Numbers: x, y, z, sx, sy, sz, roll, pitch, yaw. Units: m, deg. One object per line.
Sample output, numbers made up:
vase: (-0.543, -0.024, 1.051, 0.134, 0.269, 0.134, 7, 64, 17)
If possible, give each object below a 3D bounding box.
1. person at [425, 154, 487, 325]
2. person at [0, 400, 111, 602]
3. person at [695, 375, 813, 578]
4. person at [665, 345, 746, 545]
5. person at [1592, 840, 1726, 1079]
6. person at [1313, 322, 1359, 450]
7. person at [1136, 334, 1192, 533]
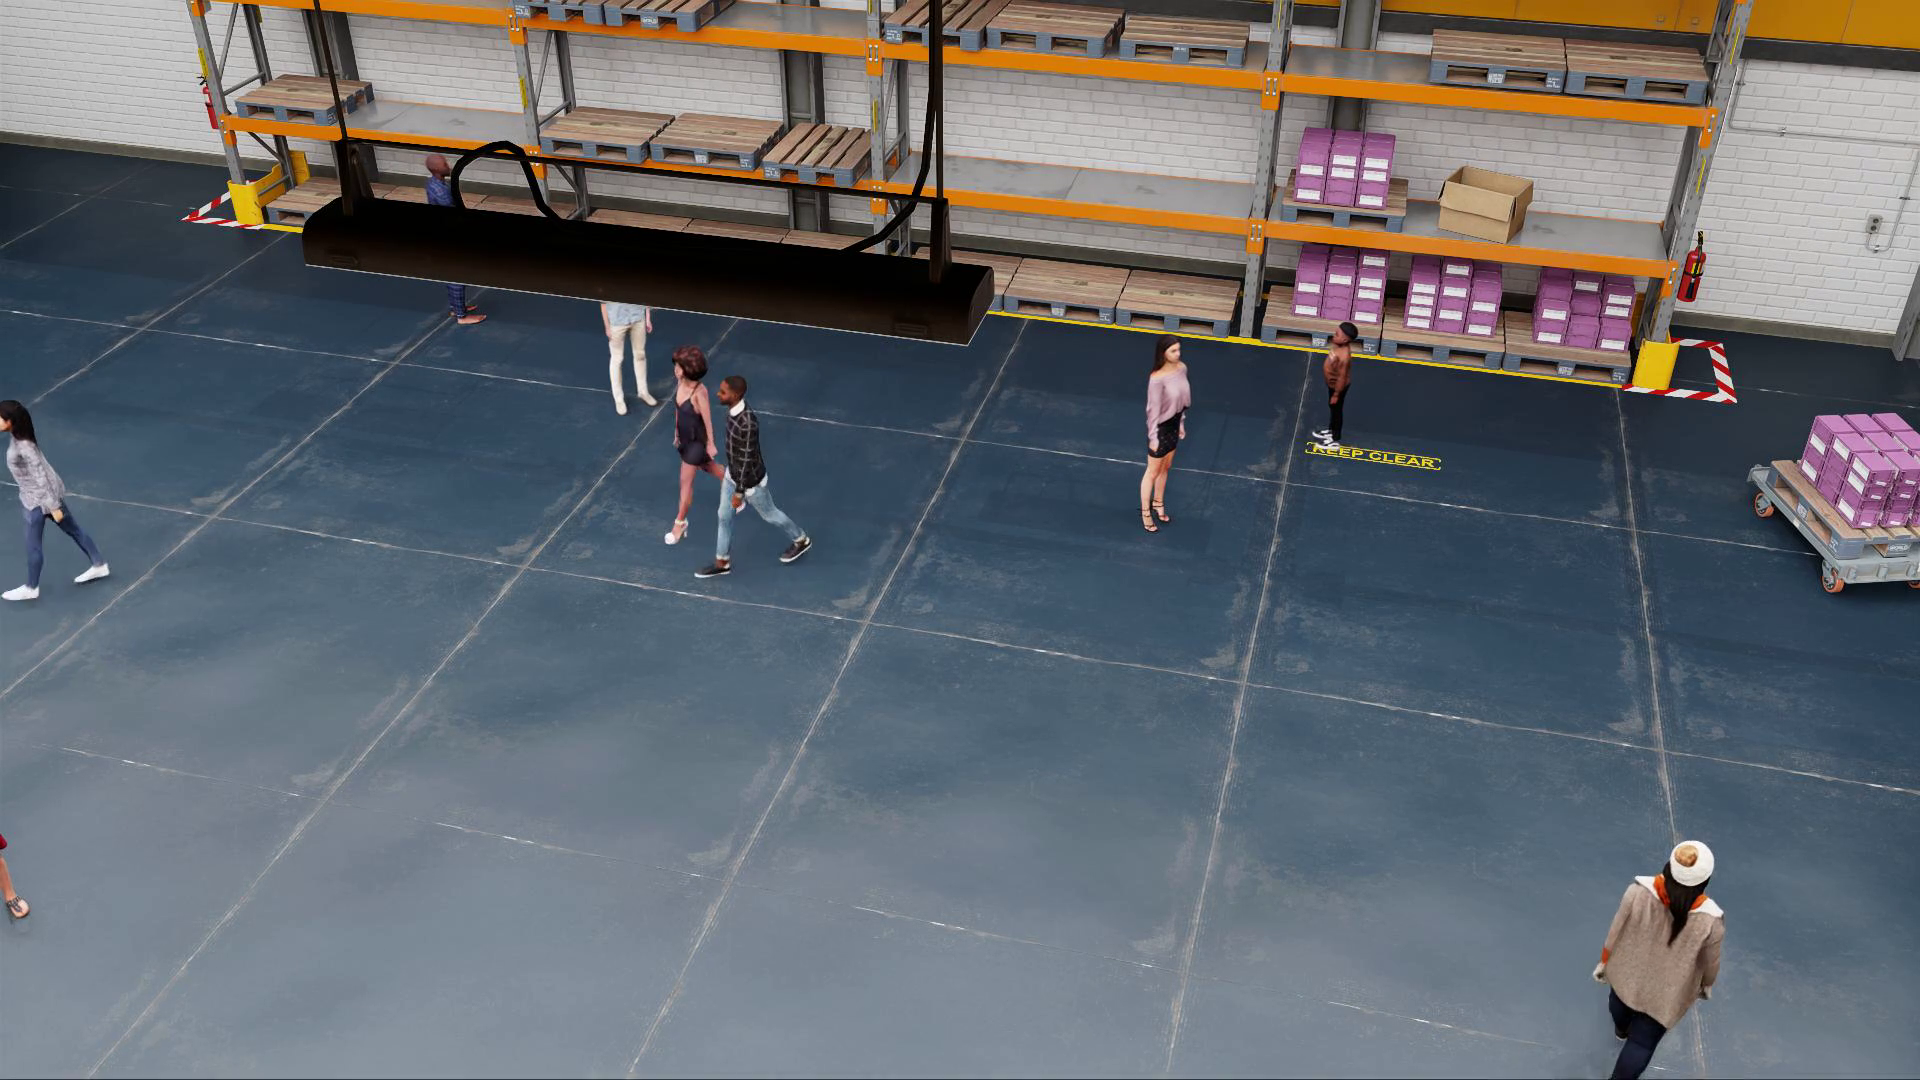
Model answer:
person: (-5.324, -3.152, 17.340, 0.817, 1.819, 0.761, -17, 37, -24)
person: (-7.204, -0.356, 13.240, 1.113, 1.701, 1.030, -16, 37, -22)
person: (-1.612, -0.513, 13.403, 1.299, 1.781, 1.197, -15, 36, -21)
person: (-2.127, -0.842, 13.928, 1.088, 1.749, 1.075, -21, 39, -29)
person: (3.696, 2.387, 8.973, 1.155, 1.856, 1.076, 25, 41, 32)
person: (3.473, -1.430, 15.260, 0.522, 1.254, 0.553, 3, 34, 5)
person: (1.700, -0.906, 13.968, 0.692, 1.811, 0.697, 28, 43, 35)
